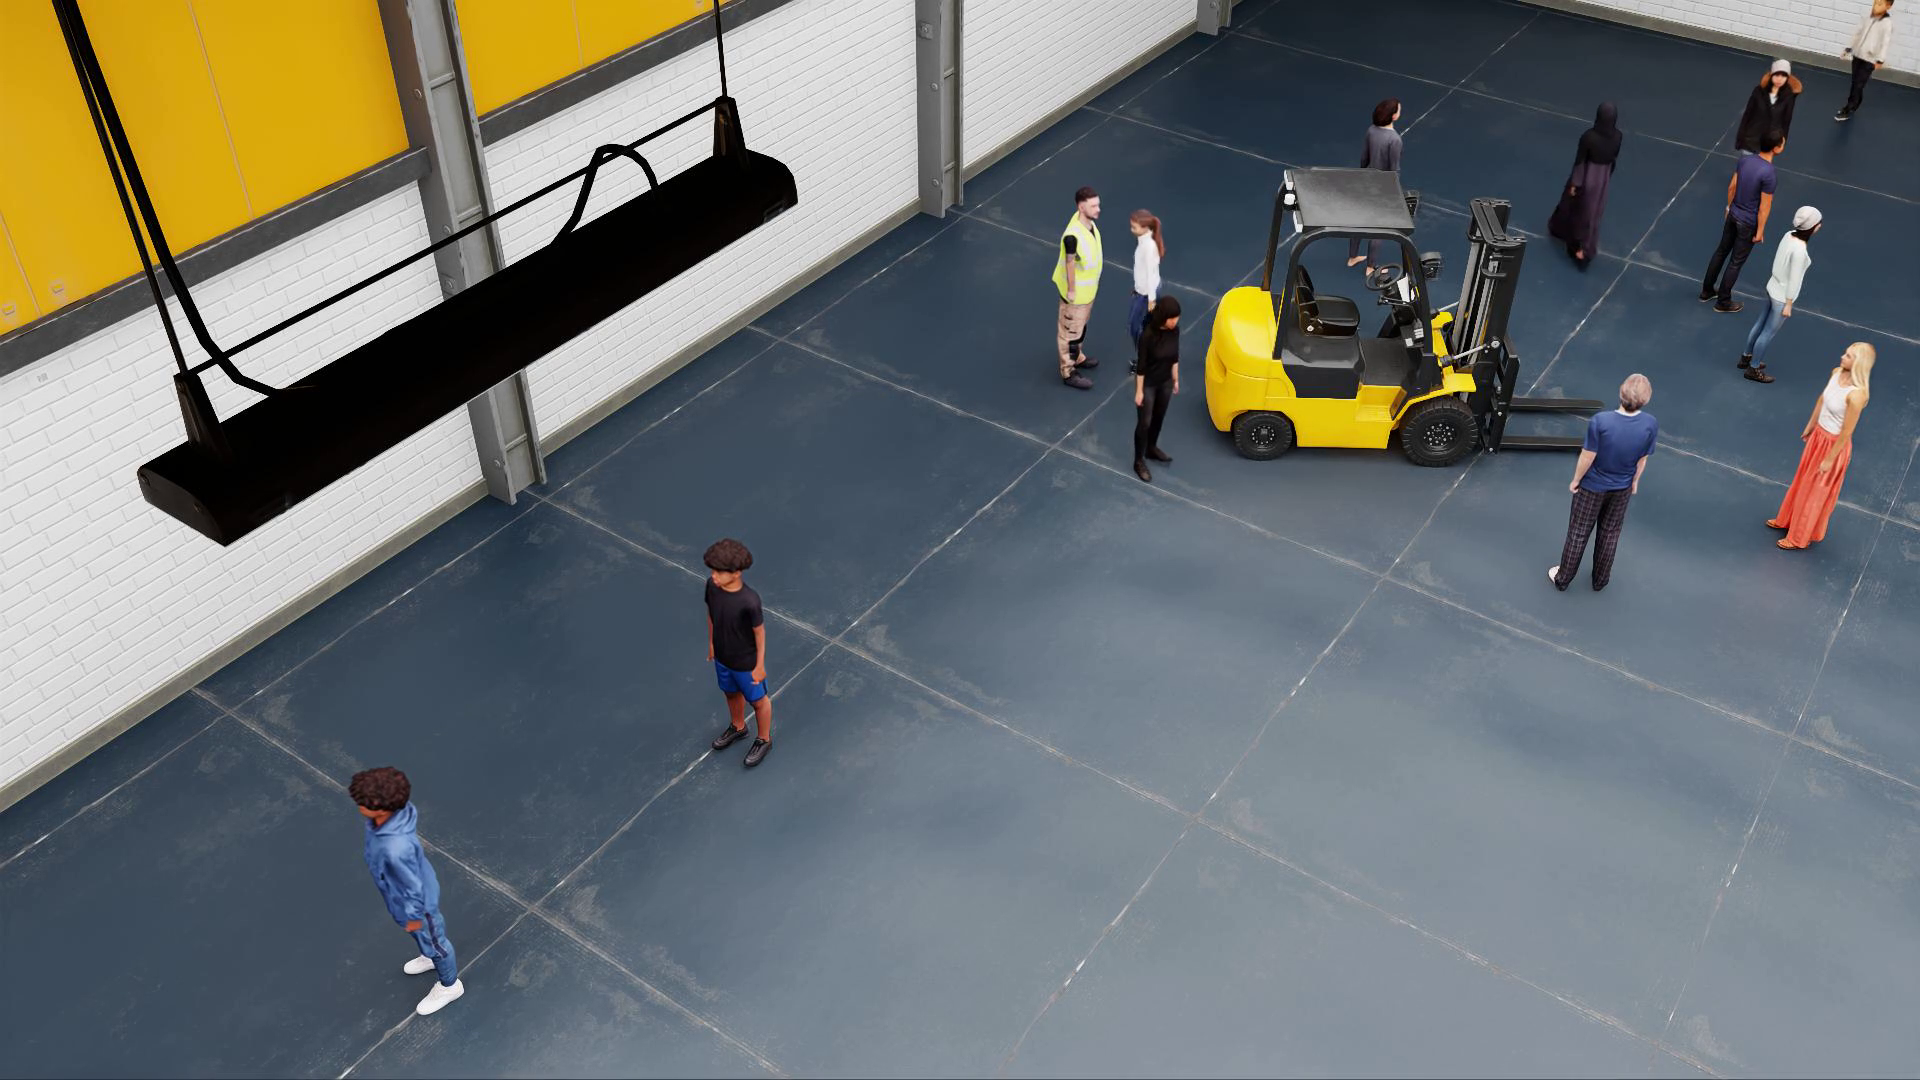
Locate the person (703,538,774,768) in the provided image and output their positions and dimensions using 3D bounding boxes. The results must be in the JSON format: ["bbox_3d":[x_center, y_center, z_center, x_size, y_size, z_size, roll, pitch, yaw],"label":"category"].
[{"bbox_3d":[-1.429,0.715,10.777,0.600,1.796,0.522,24,44,27],"label":"person"}]

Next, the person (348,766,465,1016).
[{"bbox_3d":[-3.062,1.918,9.258,0.756,1.811,0.759,-16,41,-19],"label":"person"}]

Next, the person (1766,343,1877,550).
[{"bbox_3d":[6.551,-0.710,12.556,0.788,1.802,0.684,3,39,4],"label":"person"}]

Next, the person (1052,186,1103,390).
[{"bbox_3d":[1.036,-2.216,14.407,0.857,1.845,0.769,10,40,13],"label":"person"}]

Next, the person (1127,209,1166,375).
[{"bbox_3d":[1.726,-2.188,14.618,0.735,1.538,0.654,-2,39,-3],"label":"person"}]

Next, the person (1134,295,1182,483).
[{"bbox_3d":[1.558,-1.275,13.398,0.618,1.635,0.731,-24,45,-27],"label":"person"}]

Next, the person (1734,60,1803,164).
[{"bbox_3d":[8.191,-4.139,16.988,0.687,1.629,0.686,14,41,17],"label":"person"}]

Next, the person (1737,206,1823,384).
[{"bbox_3d":[7.165,-2.162,14.502,0.701,1.644,0.577,4,39,5],"label":"person"}]

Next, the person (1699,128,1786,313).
[{"bbox_3d":[7.254,-2.977,15.403,0.733,1.791,0.716,-12,40,-14],"label":"person"}]

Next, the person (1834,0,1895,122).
[{"bbox_3d":[10.323,-5.492,18.835,0.810,1.439,0.747,-12,40,-14],"label":"person"}]

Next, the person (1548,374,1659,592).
[{"bbox_3d":[4.712,-0.406,12.121,0.739,1.872,0.731,3,39,3],"label":"person"}]

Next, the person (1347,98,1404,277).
[{"bbox_3d":[4.002,-3.393,15.942,0.642,1.768,0.675,-24,44,-27],"label":"person"}]

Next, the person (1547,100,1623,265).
[{"bbox_3d":[6.152,-3.466,16.166,1.035,1.605,1.186,-1,39,-1],"label":"person"}]
